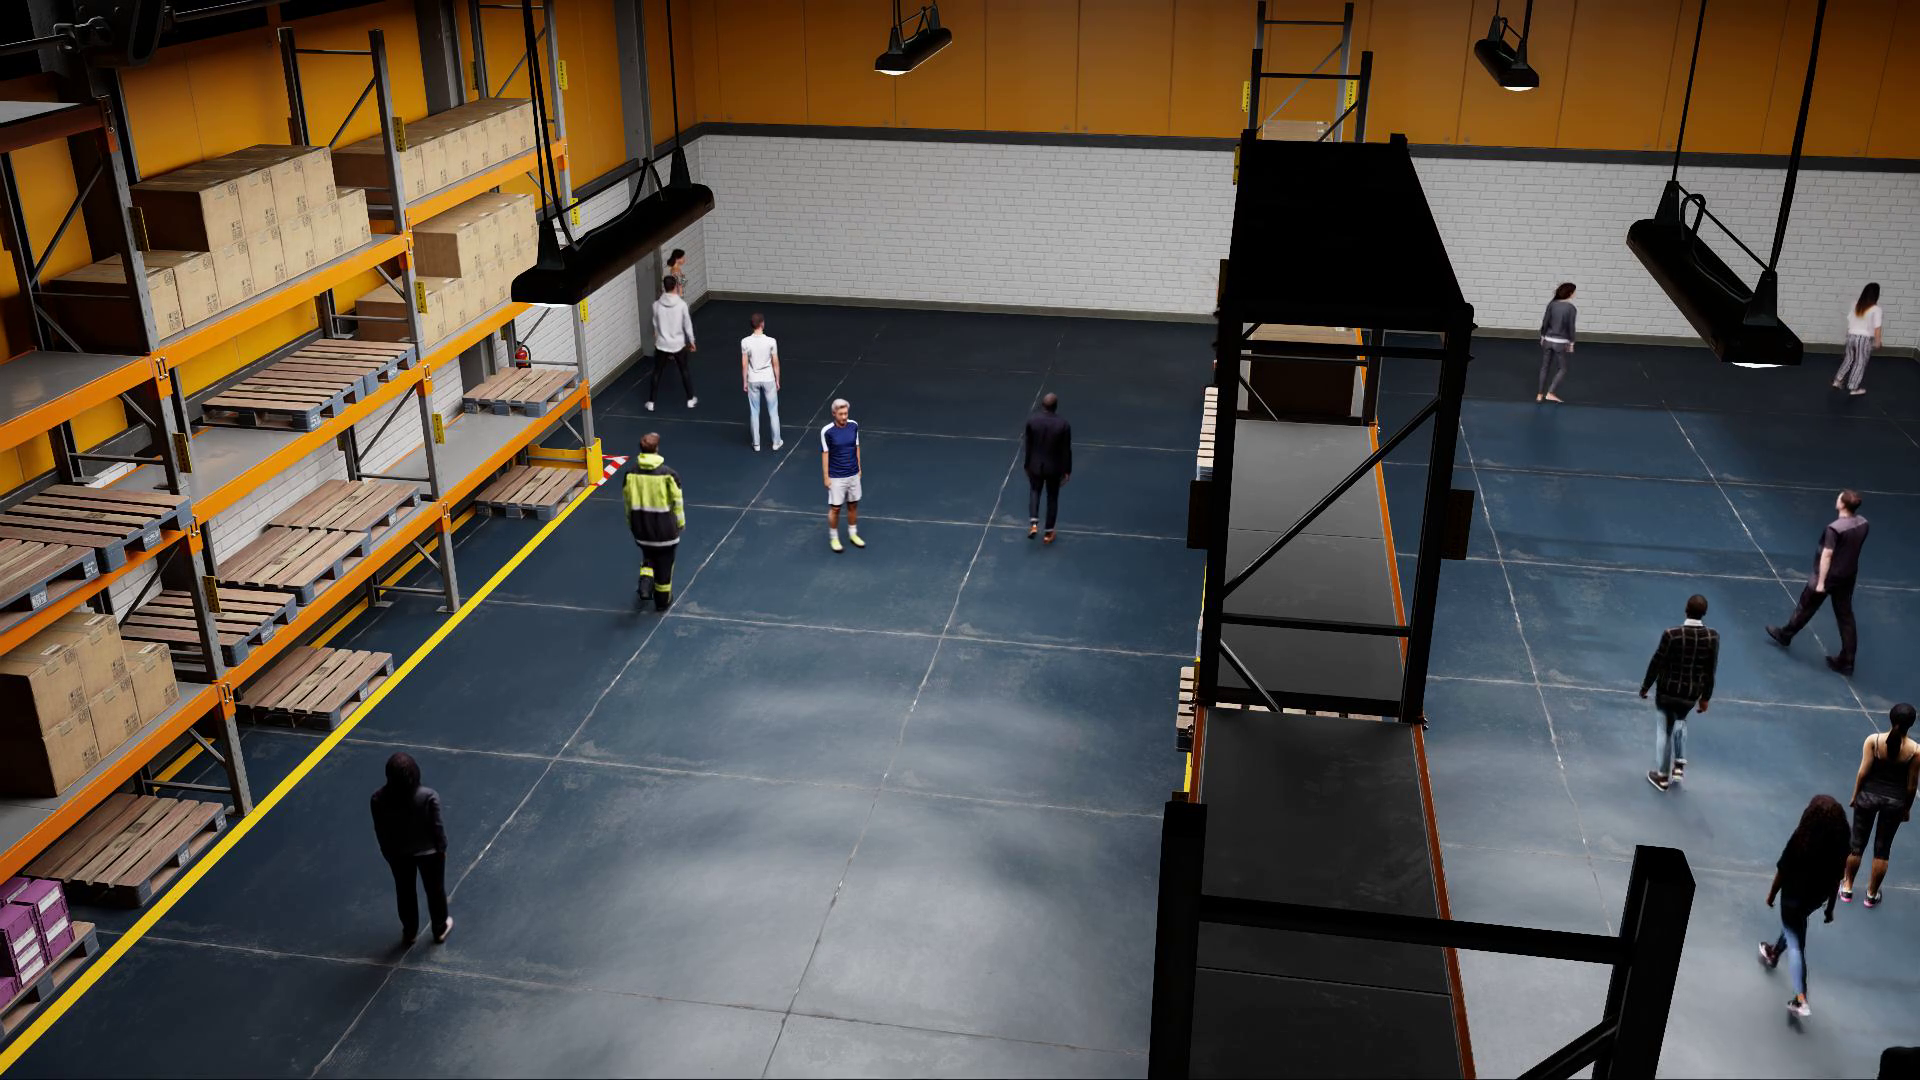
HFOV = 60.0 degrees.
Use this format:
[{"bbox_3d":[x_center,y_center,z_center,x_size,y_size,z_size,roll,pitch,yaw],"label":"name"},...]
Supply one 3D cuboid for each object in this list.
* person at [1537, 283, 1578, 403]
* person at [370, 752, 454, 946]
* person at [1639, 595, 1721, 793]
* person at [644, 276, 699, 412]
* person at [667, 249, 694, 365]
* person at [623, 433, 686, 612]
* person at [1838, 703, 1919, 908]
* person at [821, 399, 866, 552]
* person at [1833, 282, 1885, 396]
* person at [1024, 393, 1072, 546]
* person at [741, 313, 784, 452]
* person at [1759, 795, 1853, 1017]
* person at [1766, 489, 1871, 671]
[{"bbox_3d":[8.560,-2.828,23.840,0.763,1.763,0.789,16,28,33],"label":"person"},{"bbox_3d":[-4.056,2.283,12.358,0.721,1.594,0.722,-1,24,-2],"label":"person"},{"bbox_3d":[6.183,1.357,14.218,0.743,1.802,0.734,-1,24,-2],"label":"person"},{"bbox_3d":[-4.058,-2.784,23.561,1.061,1.906,0.973,-4,24,-8],"label":"person"},{"bbox_3d":[-4.394,-3.540,25.418,0.923,1.804,0.805,-10,26,-22],"label":"person"},{"bbox_3d":[-3.230,-0.156,17.468,0.781,1.970,0.757,5,24,12],"label":"person"},{"bbox_3d":[7.072,2.024,12.782,0.641,1.729,0.638,13,27,26],"label":"person"},{"bbox_3d":[-1.349,-0.772,19.051,0.726,1.831,0.783,-15,28,-31],"label":"person"},{"bbox_3d":[13.051,-2.919,24.158,0.882,1.675,0.792,-8,25,-18],"label":"person"},{"bbox_3d":[0.964,-0.785,19.110,0.727,1.806,0.734,6,24,13],"label":"person"},{"bbox_3d":[-2.634,-2.093,22.046,0.691,1.852,0.624,-1,24,-3],"label":"person"},{"bbox_3d":[5.955,2.583,11.697,0.696,1.573,1.154,1,24,2],"label":"person"},{"bbox_3d":[8.677,0.424,16.355,1.146,1.798,1.312,-10,25,-21],"label":"person"}]
